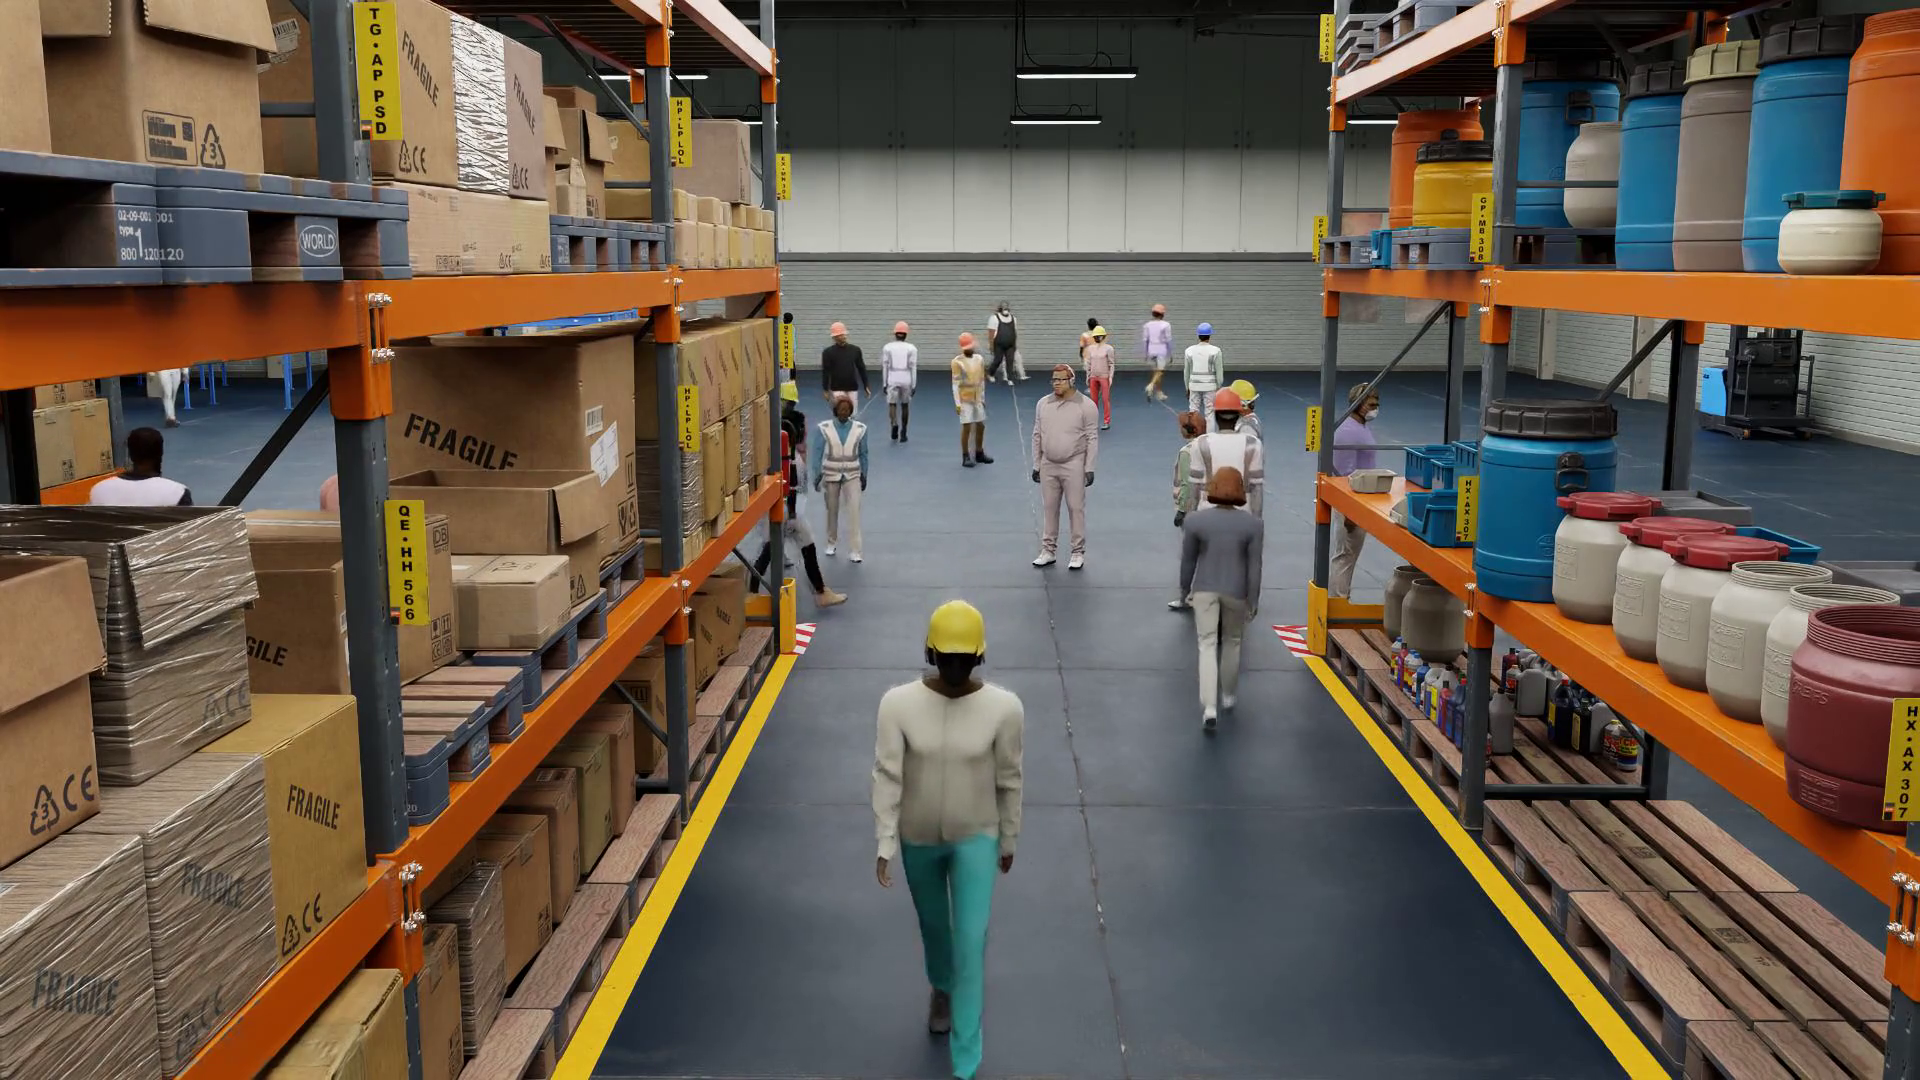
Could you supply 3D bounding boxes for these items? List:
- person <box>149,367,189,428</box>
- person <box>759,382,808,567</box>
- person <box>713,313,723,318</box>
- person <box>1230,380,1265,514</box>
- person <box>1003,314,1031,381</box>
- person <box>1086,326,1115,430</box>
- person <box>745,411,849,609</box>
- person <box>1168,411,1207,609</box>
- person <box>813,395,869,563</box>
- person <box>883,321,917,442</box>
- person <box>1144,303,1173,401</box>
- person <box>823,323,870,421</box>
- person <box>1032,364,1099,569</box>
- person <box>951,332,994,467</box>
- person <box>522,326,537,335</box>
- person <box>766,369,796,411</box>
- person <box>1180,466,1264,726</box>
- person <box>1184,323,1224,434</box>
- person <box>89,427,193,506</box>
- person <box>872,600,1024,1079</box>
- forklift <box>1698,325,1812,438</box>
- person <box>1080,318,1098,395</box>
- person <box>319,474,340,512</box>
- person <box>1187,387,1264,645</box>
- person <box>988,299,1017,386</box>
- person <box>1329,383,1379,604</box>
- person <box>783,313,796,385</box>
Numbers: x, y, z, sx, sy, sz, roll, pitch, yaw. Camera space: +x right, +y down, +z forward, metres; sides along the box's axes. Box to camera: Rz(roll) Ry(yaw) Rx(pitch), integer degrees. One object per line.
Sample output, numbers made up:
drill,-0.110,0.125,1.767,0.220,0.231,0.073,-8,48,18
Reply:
person,-13.607,-2.883,28.734,0.936,1.897,0.627,8,13,41
person,-1.742,-0.643,15.798,0.591,1.728,0.617,-4,10,-24
person,-5.065,-3.822,34.684,0.630,1.788,0.979,-2,10,-12
person,2.462,-0.488,14.597,0.404,1.828,0.600,1,10,8
person,1.341,-4.603,39.899,0.784,1.601,0.526,6,11,33
person,2.392,-2.786,28.556,0.535,1.767,0.317,7,12,36
person,-1.394,-0.236,13.616,0.872,1.649,0.539,-4,10,-25
person,1.922,-0.255,13.770,0.307,1.641,0.515,5,11,26
person,-1.152,-0.602,16.007,0.544,1.593,0.824,-1,10,-8
person,-0.954,-2.512,26.425,0.552,1.924,0.589,0,9,0
person,4.036,-3.855,34.211,0.616,2.024,0.854,8,12,39
person,-1.720,-2.282,24.991,0.684,1.951,0.694,-3,10,-16
person,0.962,-0.687,15.567,0.662,1.906,0.405,5,11,27
person,0.163,-1.964,23.272,0.651,1.887,0.450,-8,12,-38
person,-10.617,-4.826,41.163,0.282,1.636,0.500,5,11,27
person,-2.709,-2.269,25.046,0.665,1.900,0.599,8,13,41
person,1.620,0.340,10.361,0.513,1.599,0.833,2,10,10
person,3.660,-2.282,24.980,0.614,1.950,0.376,5,11,27
person,-4.797,0.283,9.820,0.713,1.886,0.456,1,9,3
person,-0.035,1.033,5.853,0.516,1.709,0.942,1,10,6
forklift,13.248,-3.165,27.620,1.129,2.768,1.873,0,9,1
person,2.849,-3.934,35.732,0.536,1.671,0.787,-3,10,-20
person,-3.488,0.270,9.830,0.655,1.906,0.407,1,10,5
person,1.978,-0.187,12.504,0.554,1.919,0.470,1,9,3
person,0.988,-4.620,38.844,0.694,2.000,0.769,-4,10,-20
person,3.037,-0.244,12.831,0.371,1.933,0.627,3,10,20
person,-3.957,-4.407,38.471,0.319,1.697,0.532,2,10,11
